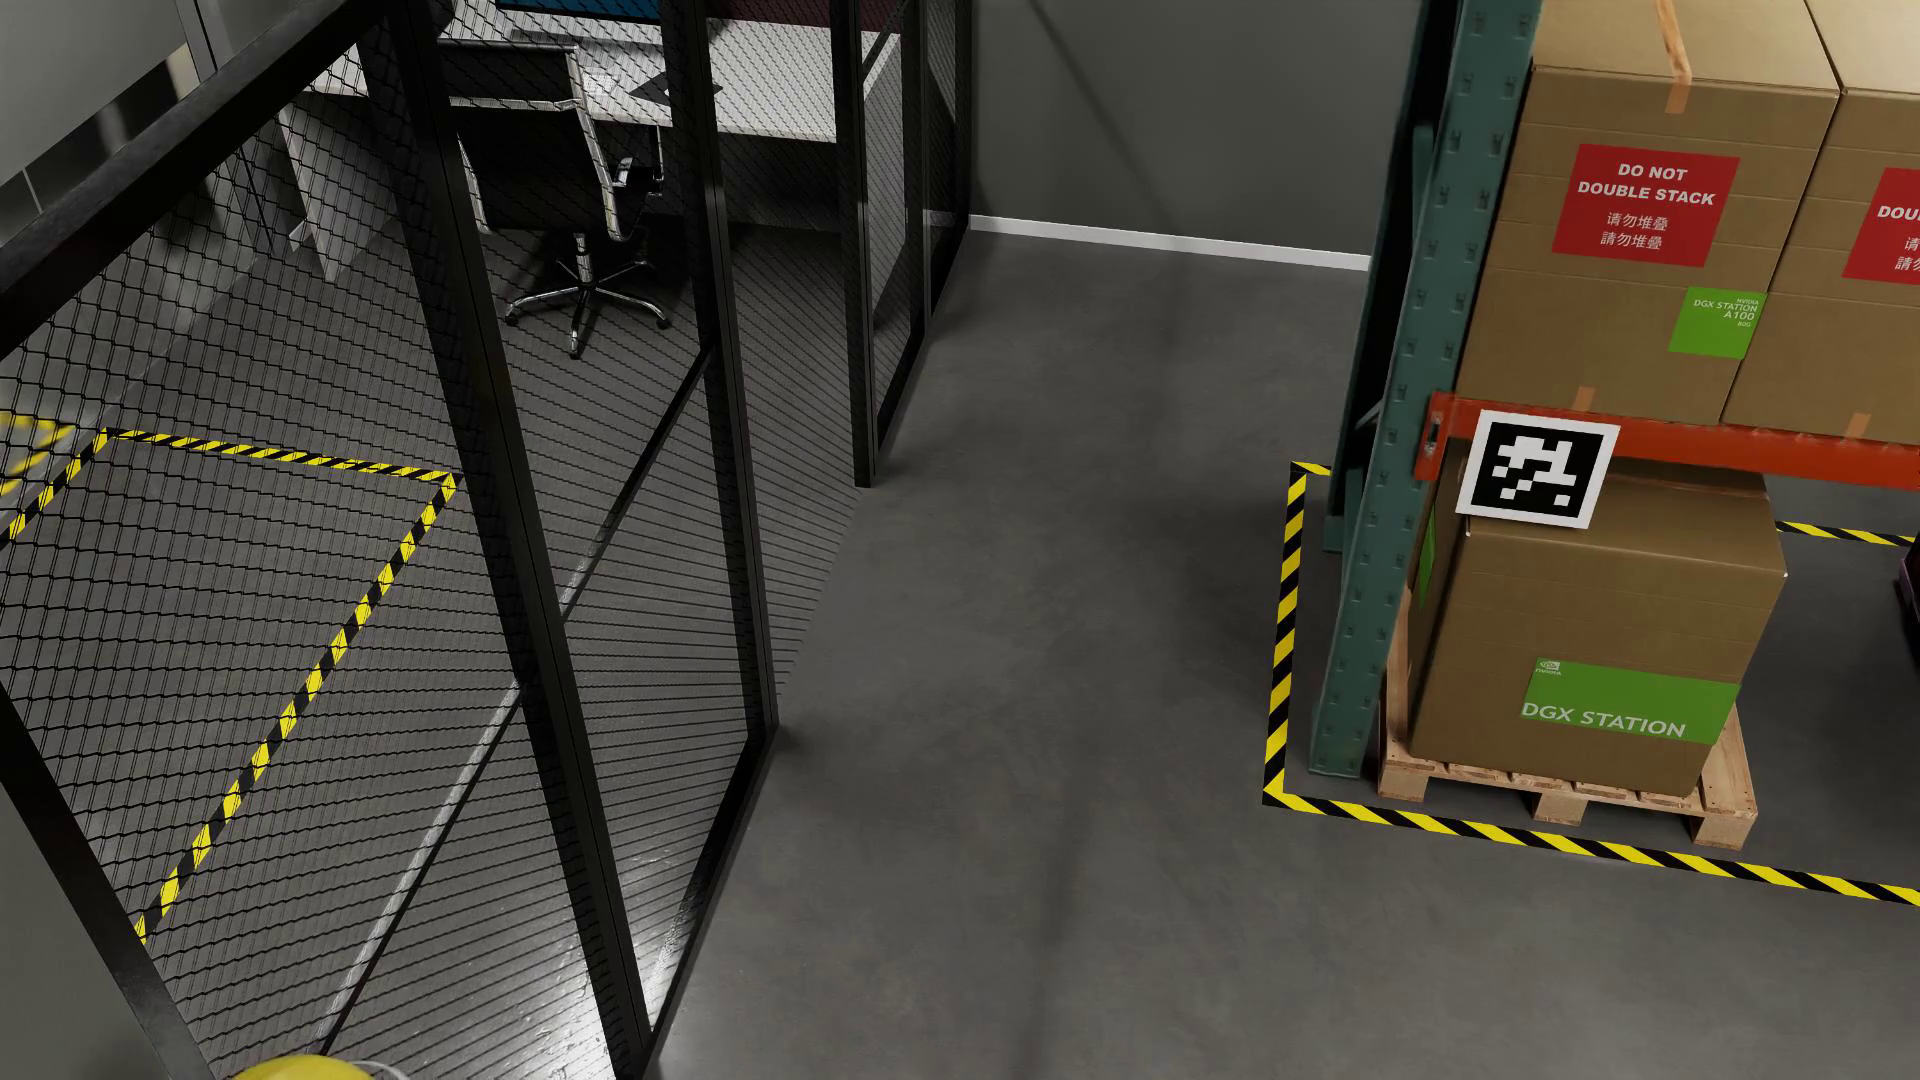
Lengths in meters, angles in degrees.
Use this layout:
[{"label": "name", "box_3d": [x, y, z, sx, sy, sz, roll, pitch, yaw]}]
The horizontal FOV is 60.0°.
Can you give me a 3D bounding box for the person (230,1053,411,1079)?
[{"label": "person", "box_3d": [-0.671, 1.226, 2.165, 0.586, 1.835, 0.403, 13, 43, 15]}]
